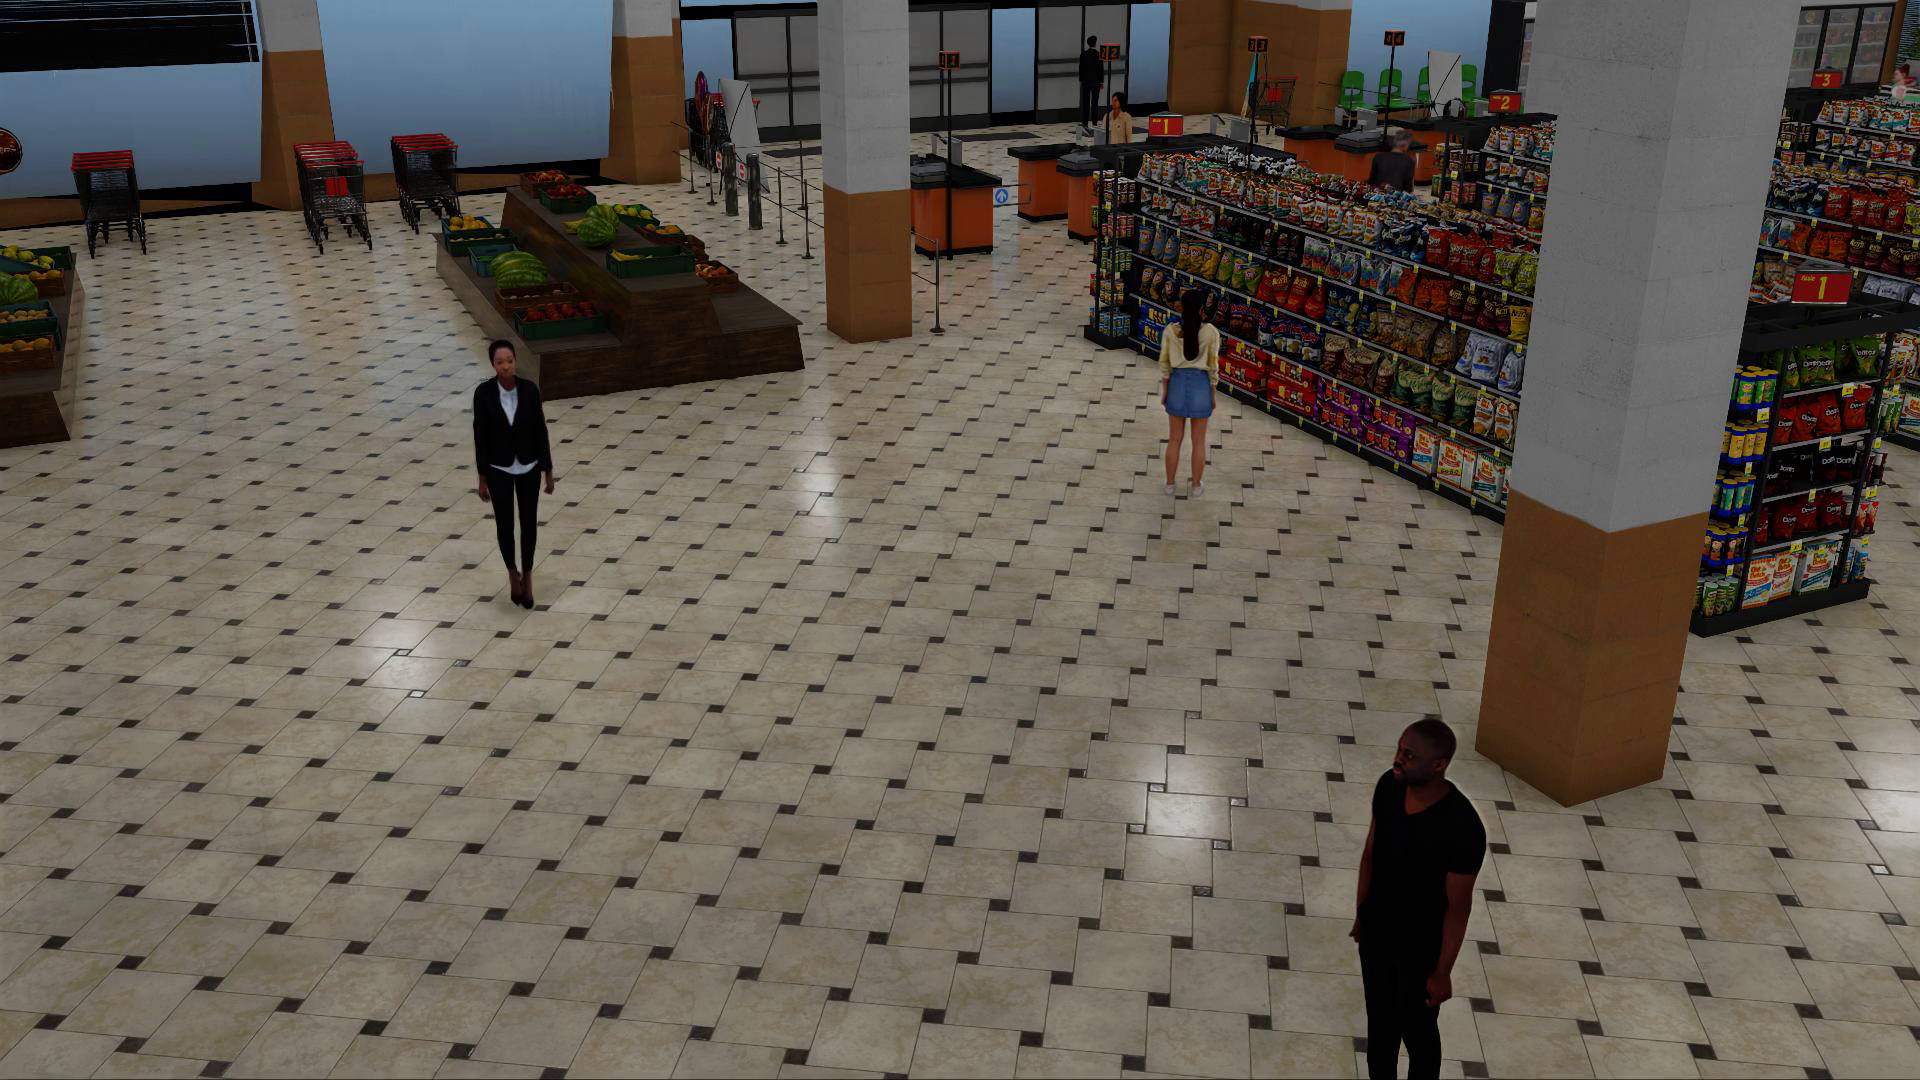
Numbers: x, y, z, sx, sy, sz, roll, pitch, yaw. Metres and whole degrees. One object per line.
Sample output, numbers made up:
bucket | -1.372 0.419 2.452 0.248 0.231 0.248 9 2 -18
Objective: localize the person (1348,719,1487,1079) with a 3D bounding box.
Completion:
person | 1.664 1.469 6.141 0.725 1.819 0.474 -11 24 -25

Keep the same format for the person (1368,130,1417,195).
person | 4.952 -3.831 19.380 1.206 1.782 1.253 8 23 19

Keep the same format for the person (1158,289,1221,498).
person | 1.776 -1.137 12.882 0.706 1.629 0.755 7 23 16

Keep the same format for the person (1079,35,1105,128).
person | 2.475 -8.631 31.401 0.697 1.727 0.762 8 23 20

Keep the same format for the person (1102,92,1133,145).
person | 2.232 -5.531 23.747 0.668 1.682 0.771 12 25 27

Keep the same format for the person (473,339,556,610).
person | -2.927 -0.433 10.862 0.615 1.828 0.571 -10 24 -22

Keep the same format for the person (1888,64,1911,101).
person | 14.718 -6.580 26.205 0.718 1.795 0.651 7 23 17
